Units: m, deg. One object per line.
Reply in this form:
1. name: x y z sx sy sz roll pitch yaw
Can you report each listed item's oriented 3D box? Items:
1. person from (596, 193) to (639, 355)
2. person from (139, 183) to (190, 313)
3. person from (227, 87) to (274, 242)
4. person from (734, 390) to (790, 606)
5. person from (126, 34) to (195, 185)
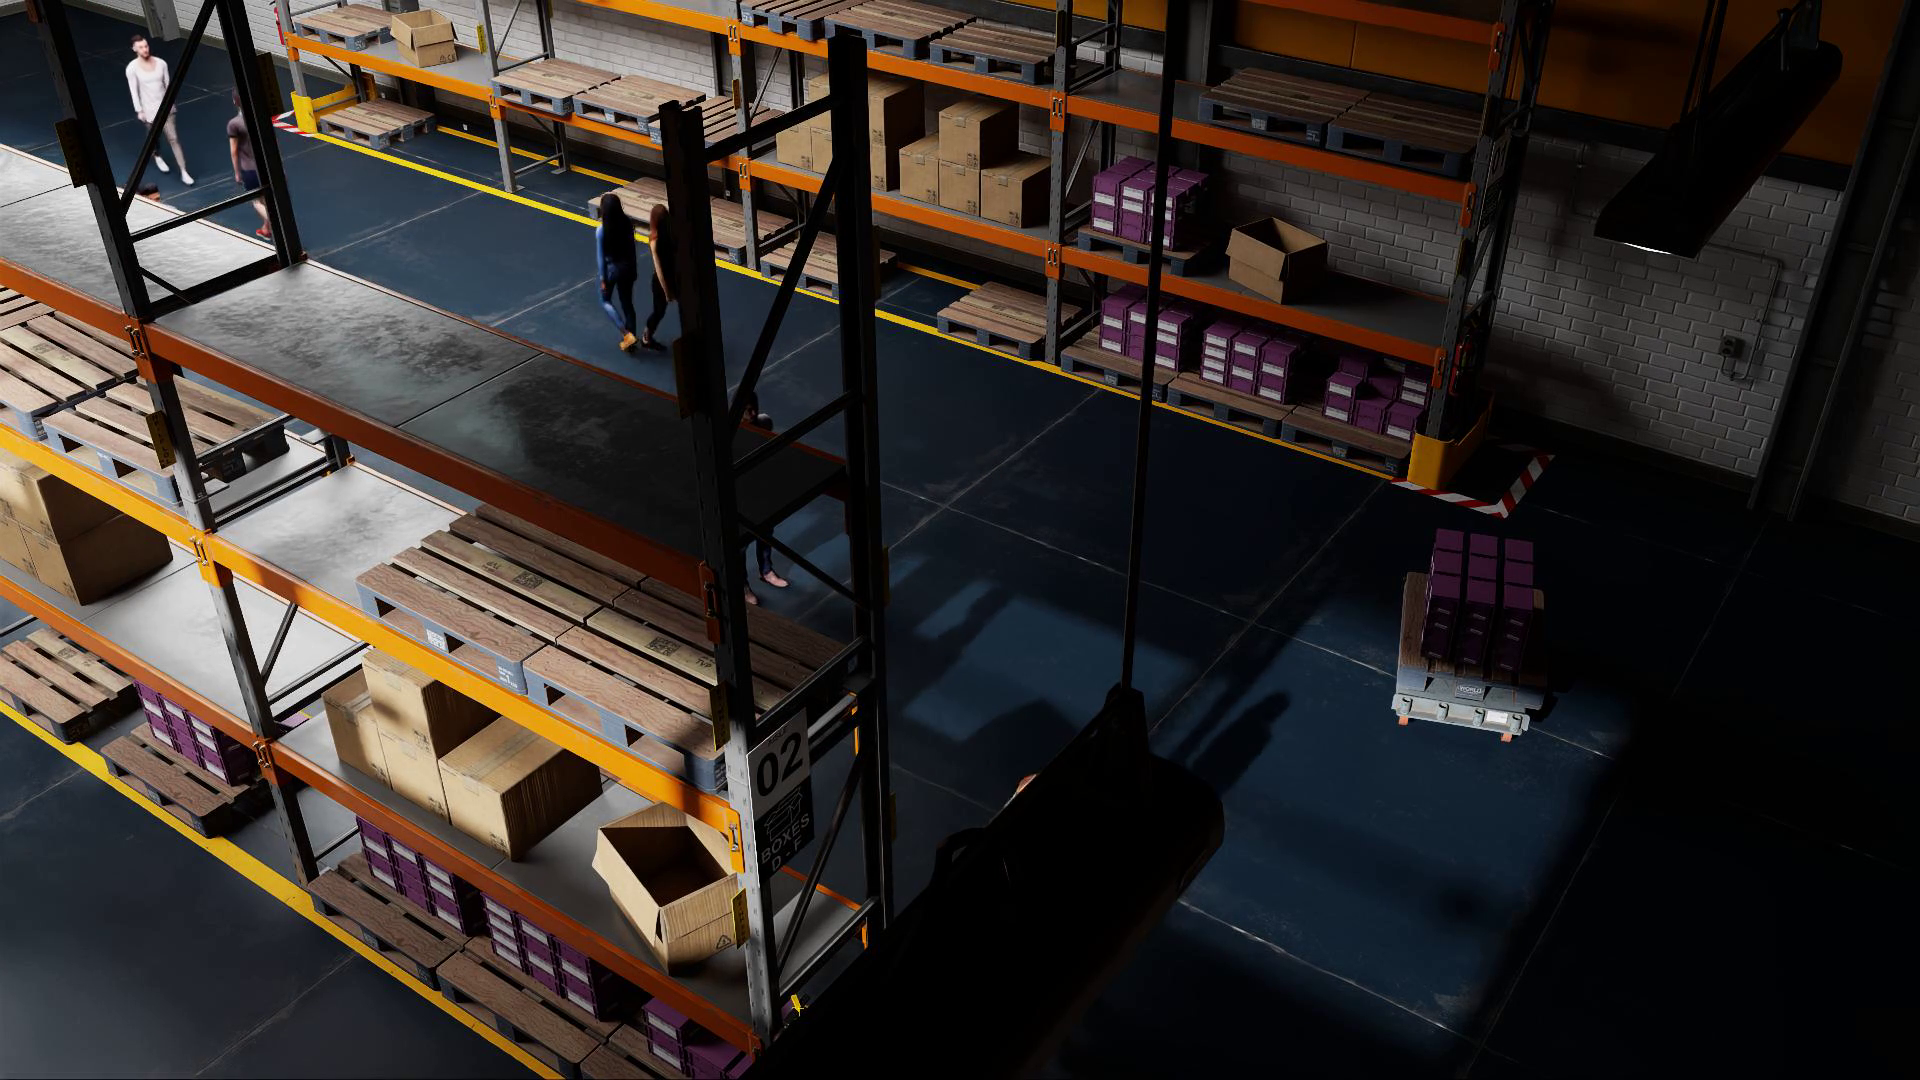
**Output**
1. person: -3.365 -2.616 16.629 0.691 1.700 0.716 -28 43 -35
2. person: -7.969 -2.772 16.801 1.215 1.770 0.757 28 43 35
3. person: -7.952 -4.185 18.875 1.071 1.828 0.696 25 41 32
4. person: -1.633 -0.386 13.139 0.598 1.850 0.706 27 42 34
5. person: -10.031 -5.372 20.685 0.897 1.802 1.239 -25 41 -33
